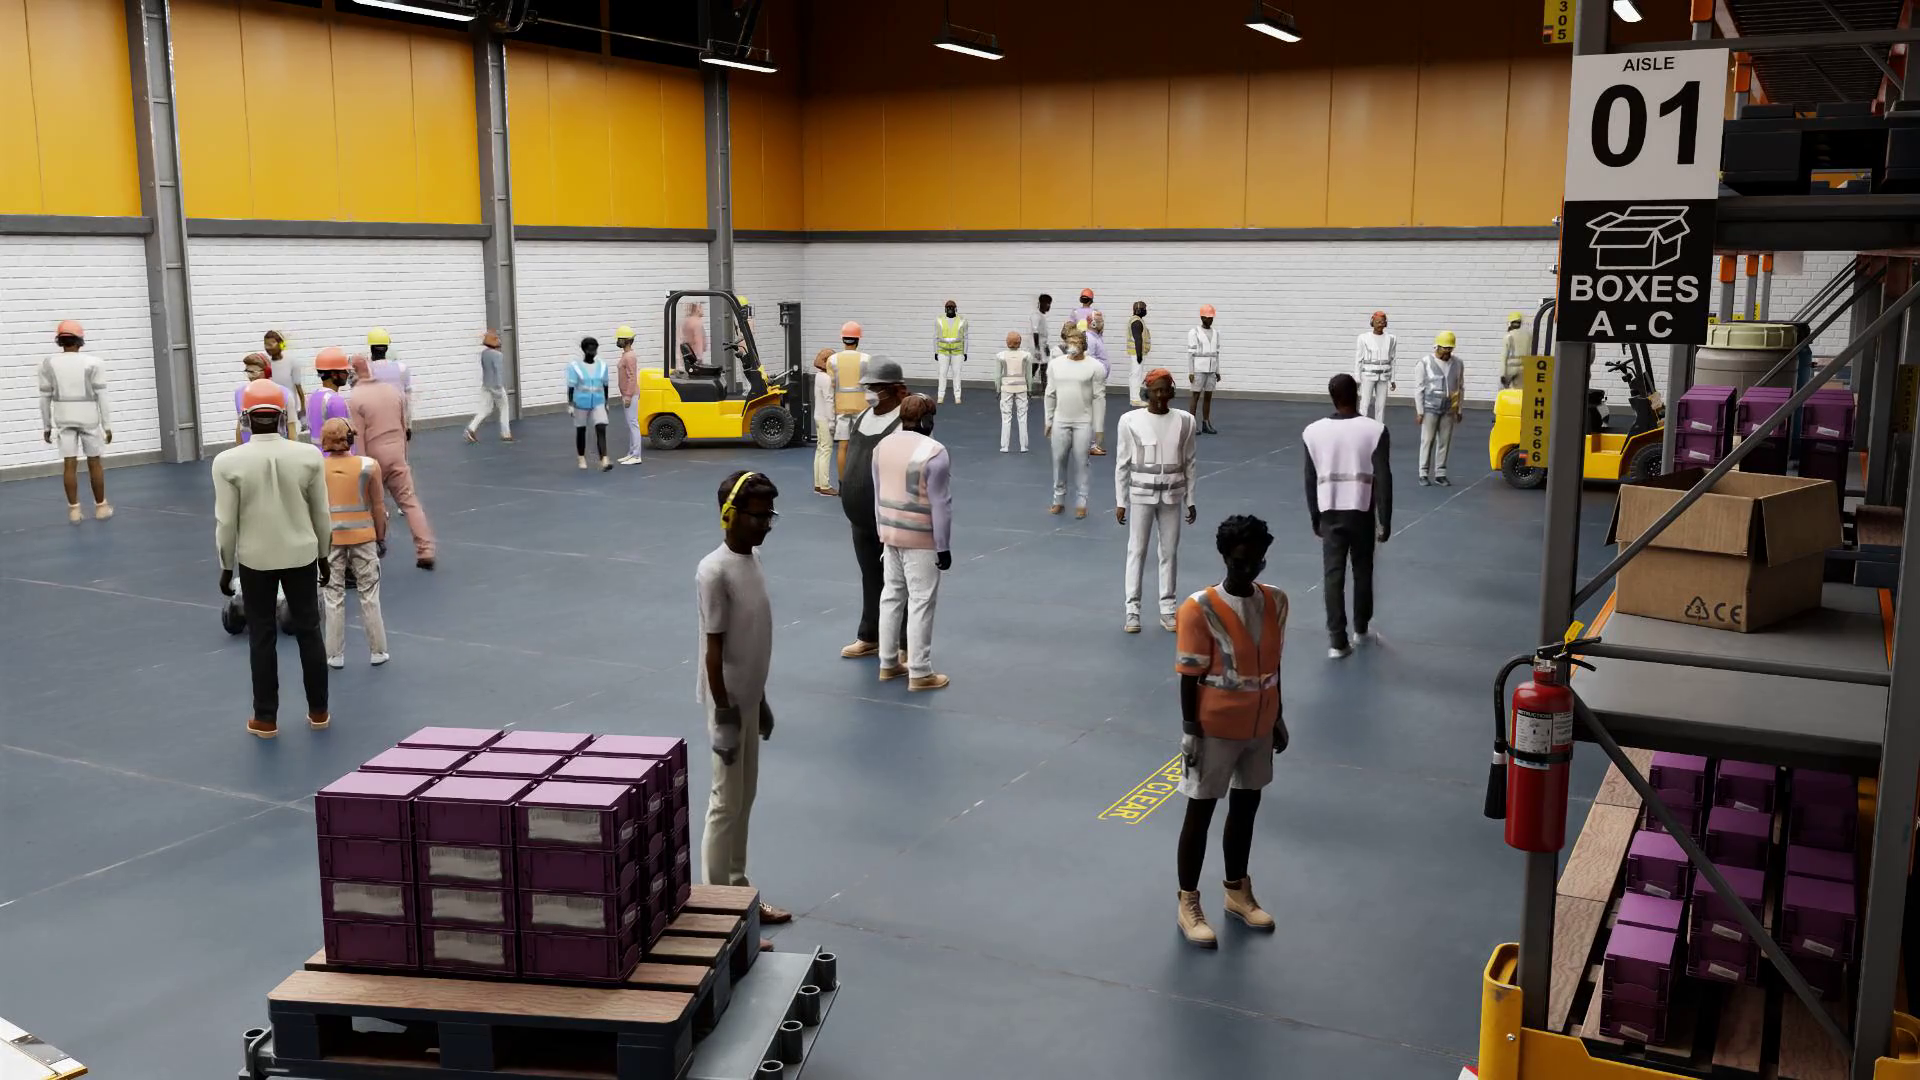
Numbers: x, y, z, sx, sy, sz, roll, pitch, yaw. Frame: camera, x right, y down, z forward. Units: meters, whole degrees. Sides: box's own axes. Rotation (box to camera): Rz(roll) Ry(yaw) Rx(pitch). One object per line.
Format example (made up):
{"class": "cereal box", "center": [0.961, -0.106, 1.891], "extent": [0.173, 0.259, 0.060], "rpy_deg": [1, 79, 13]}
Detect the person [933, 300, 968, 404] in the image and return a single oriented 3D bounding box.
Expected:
{"class": "person", "center": [-0.165, -3.353, 29.719], "extent": [0.621, 1.844, 0.430], "rpy_deg": [0, 10, 2]}

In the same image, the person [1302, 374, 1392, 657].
{"class": "person", "center": [2.632, -0.187, 11.305], "extent": [0.627, 1.865, 0.888], "rpy_deg": [4, 11, 22]}

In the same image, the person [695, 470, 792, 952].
{"class": "person", "center": [-0.845, 0.653, 6.468], "extent": [0.332, 1.865, 0.520], "rpy_deg": [2, 10, 11]}

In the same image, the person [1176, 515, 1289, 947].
{"class": "person", "center": [1.067, 0.730, 6.501], "extent": [0.539, 1.693, 0.318], "rpy_deg": [-6, 11, -31]}

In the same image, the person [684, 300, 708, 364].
{"class": "person", "center": [-4.639, -3.192, 28.707], "extent": [0.761, 1.880, 0.683], "rpy_deg": [-4, 11, -22]}

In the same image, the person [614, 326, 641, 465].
{"class": "person", "center": [-4.232, -1.840, 21.178], "extent": [0.311, 1.769, 0.522], "rpy_deg": [-3, 10, -16]}

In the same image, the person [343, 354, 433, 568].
{"class": "person", "center": [-4.896, -0.658, 14.146], "extent": [0.975, 1.843, 0.772], "rpy_deg": [5, 11, 29]}

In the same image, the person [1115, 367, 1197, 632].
{"class": "person", "center": [1.393, -0.279, 11.806], "extent": [0.587, 1.879, 0.341], "rpy_deg": [-1, 10, -6]}

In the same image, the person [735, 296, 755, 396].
{"class": "person", "center": [-3.852, -3.386, 29.683], "extent": [0.373, 1.920, 0.585], "rpy_deg": [-4, 11, -24]}

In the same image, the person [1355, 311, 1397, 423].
{"class": "person", "center": [5.782, -2.237, 23.133], "extent": [0.584, 1.882, 0.337], "rpy_deg": [-1, 10, -8]}

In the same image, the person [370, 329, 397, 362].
{"class": "person", "center": [-8.044, -2.128, 23.229], "extent": [0.285, 1.633, 0.499], "rpy_deg": [3, 10, 19]}

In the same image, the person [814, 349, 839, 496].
{"class": "person", "center": [-1.482, -1.310, 18.489], "extent": [0.265, 1.632, 0.508], "rpy_deg": [-3, 10, -18]}

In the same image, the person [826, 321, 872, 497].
{"class": "person", "center": [-1.195, -1.439, 18.355], "extent": [0.543, 1.939, 0.371], "rpy_deg": [1, 10, 6]}

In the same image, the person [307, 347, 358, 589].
{"class": "person", "center": [-4.997, -0.575, 13.354], "extent": [0.359, 1.939, 0.542], "rpy_deg": [-9, 13, -43]}

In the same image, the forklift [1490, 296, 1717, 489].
{"class": "forklift", "center": [7.296, -1.677, 18.993], "extent": [2.313, 2.155, 1.214], "rpy_deg": [5, 11, 27]}

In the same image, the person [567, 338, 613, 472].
{"class": "person", "center": [-4.522, -1.647, 20.370], "extent": [0.553, 1.643, 0.884], "rpy_deg": [-5, 11, -28]}

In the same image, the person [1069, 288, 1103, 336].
{"class": "person", "center": [2.299, -3.561, 30.341], "extent": [0.616, 2.041, 0.377], "rpy_deg": [2, 10, 14]}

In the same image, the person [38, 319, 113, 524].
{"class": "person", "center": [-8.804, -1.182, 16.601], "extent": [0.623, 2.042, 0.421], "rpy_deg": [-3, 10, -17]}

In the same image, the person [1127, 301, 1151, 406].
{"class": "person", "center": [3.148, -3.271, 29.274], "extent": [0.429, 1.847, 0.632], "rpy_deg": [0, 10, 1]}

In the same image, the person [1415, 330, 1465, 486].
{"class": "person", "center": [5.541, -1.519, 19.195], "extent": [0.591, 1.811, 0.431], "rpy_deg": [-2, 10, -10]}

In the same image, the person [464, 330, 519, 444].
{"class": "person", "center": [-6.635, -2.154, 23.444], "extent": [0.501, 1.609, 0.741], "rpy_deg": [9, 13, 43]}

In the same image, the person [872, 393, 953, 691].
{"class": "person", "center": [-0.284, 0.006, 10.341], "extent": [0.431, 1.833, 0.639], "rpy_deg": [-8, 13, -40]}

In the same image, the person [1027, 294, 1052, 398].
{"class": "person", "center": [1.546, -3.574, 30.759], "extent": [0.861, 1.914, 0.588], "rpy_deg": [2, 10, 10]}

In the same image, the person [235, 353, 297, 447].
{"class": "person", "center": [-5.972, -0.696, 14.349], "extent": [0.563, 1.837, 0.389], "rpy_deg": [2, 10, 11]}

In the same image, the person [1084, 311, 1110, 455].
{"class": "person", "center": [1.803, -2.093, 22.223], "extent": [0.409, 1.913, 0.642], "rpy_deg": [1, 10, 6]}

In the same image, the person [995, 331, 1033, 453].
{"class": "person", "center": [0.726, -1.983, 22.368], "extent": [0.514, 1.641, 0.307], "rpy_deg": [-1, 10, -3]}

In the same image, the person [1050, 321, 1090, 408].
{"class": "person", "center": [1.368, -1.803, 20.732], "extent": [0.507, 1.846, 0.343], "rpy_deg": [0, 10, -1]}

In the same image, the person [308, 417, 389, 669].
{"class": "person", "center": [-3.972, 0.024, 10.764], "extent": [0.515, 1.636, 0.314], "rpy_deg": [-3, 10, -17]}

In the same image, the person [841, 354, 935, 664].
{"class": "person", "center": [-0.516, -0.192, 10.842], "extent": [0.536, 2.000, 0.673], "rpy_deg": [-9, 13, -43]}

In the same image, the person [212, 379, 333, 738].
{"class": "person", "center": [-3.814, 0.102, 9.266], "extent": [0.611, 1.996, 0.378], "rpy_deg": [-7, 12, -34]}

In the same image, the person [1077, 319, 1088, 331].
{"class": "person", "center": [1.716, -2.196, 23.238], "extent": [0.524, 1.769, 0.308], "rpy_deg": [1, 10, 3]}

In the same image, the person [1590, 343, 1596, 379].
{"class": "person", "center": [9.337, -2.574, 25.017], "extent": [0.404, 1.911, 0.636], "rpy_deg": [-1, 10, -4]}

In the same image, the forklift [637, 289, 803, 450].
{"class": "forklift", "center": [-3.358, -2.392, 23.136], "extent": [2.313, 2.155, 1.214], "rpy_deg": [-1, 10, -5]}

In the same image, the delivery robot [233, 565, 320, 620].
{"class": "delivery robot", "center": [-4.898, 0.315, 11.933], "extent": [0.477, 0.478, 0.707], "rpy_deg": [1, 10, 5]}

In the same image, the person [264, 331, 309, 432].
{"class": "person", "center": [-7.478, -1.347, 18.150], "extent": [0.524, 1.829, 0.857], "rpy_deg": [2, 10, 10]}

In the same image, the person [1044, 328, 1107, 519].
{"class": "person", "center": [1.171, -1.180, 16.922], "extent": [0.658, 1.930, 0.440], "rpy_deg": [3, 10, 19]}

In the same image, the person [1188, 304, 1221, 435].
{"class": "person", "center": [3.637, -2.522, 24.628], "extent": [0.550, 1.935, 0.376], "rpy_deg": [-5, 11, -26]}

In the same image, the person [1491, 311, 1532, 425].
{"class": "person", "center": [8.602, -2.638, 25.719], "extent": [0.588, 1.798, 0.758], "rpy_deg": [-3, 10, -18]}

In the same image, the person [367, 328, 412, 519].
{"class": "person", "center": [-5.842, -1.177, 16.868], "extent": [0.585, 1.929, 0.370], "rpy_deg": [-9, 13, -41]}
